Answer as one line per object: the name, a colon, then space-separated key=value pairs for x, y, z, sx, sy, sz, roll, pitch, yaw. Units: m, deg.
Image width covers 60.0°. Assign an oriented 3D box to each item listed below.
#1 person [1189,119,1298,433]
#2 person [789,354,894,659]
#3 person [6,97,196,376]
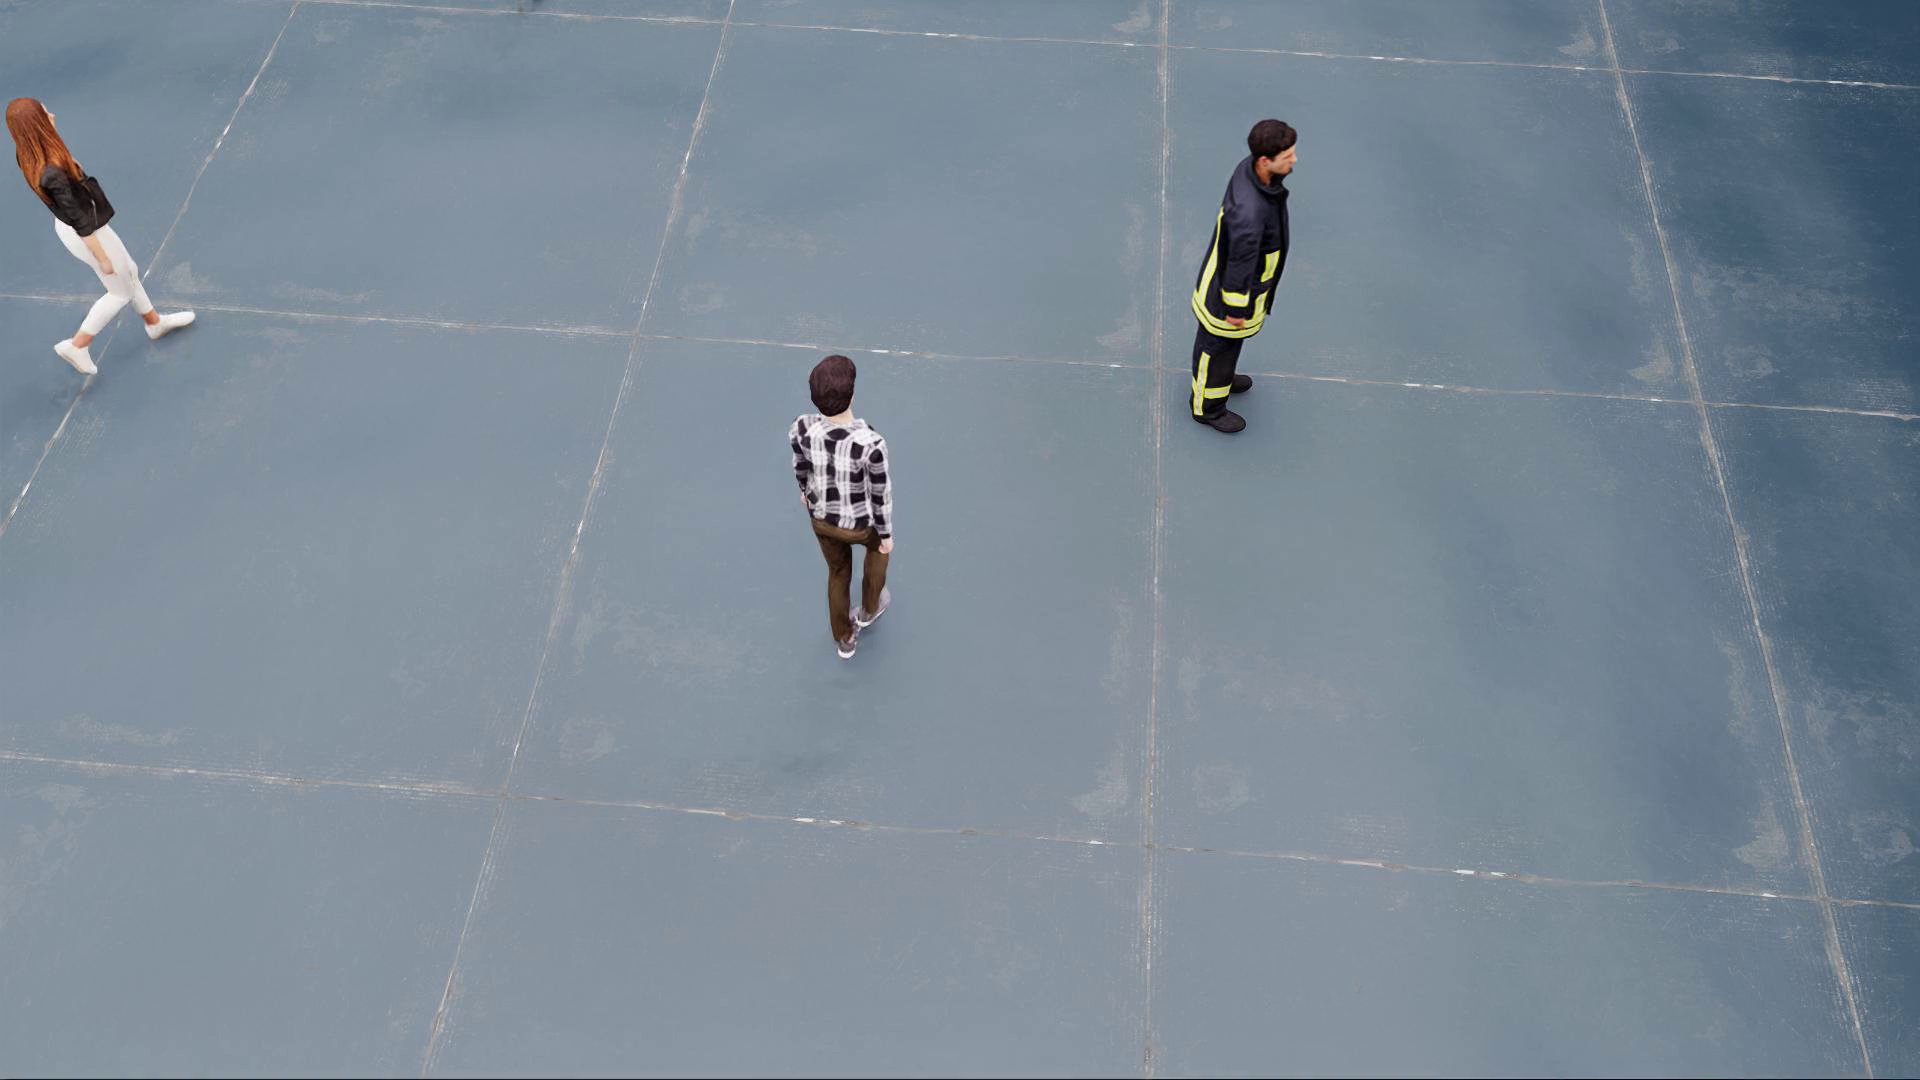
person: x=1.418 y=-1.359 z=8.467 sx=0.740 sy=1.927 sz=0.828 roll=13 pitch=53 yaw=10
person: x=-0.542 y=-0.052 z=7.545 sx=0.686 sy=1.785 sz=0.787 roll=14 pitch=54 yaw=11
person: x=-4.681 y=-1.578 z=8.791 sx=1.036 sy=1.683 sz=0.976 roll=-34 pitch=60 yaw=-24
